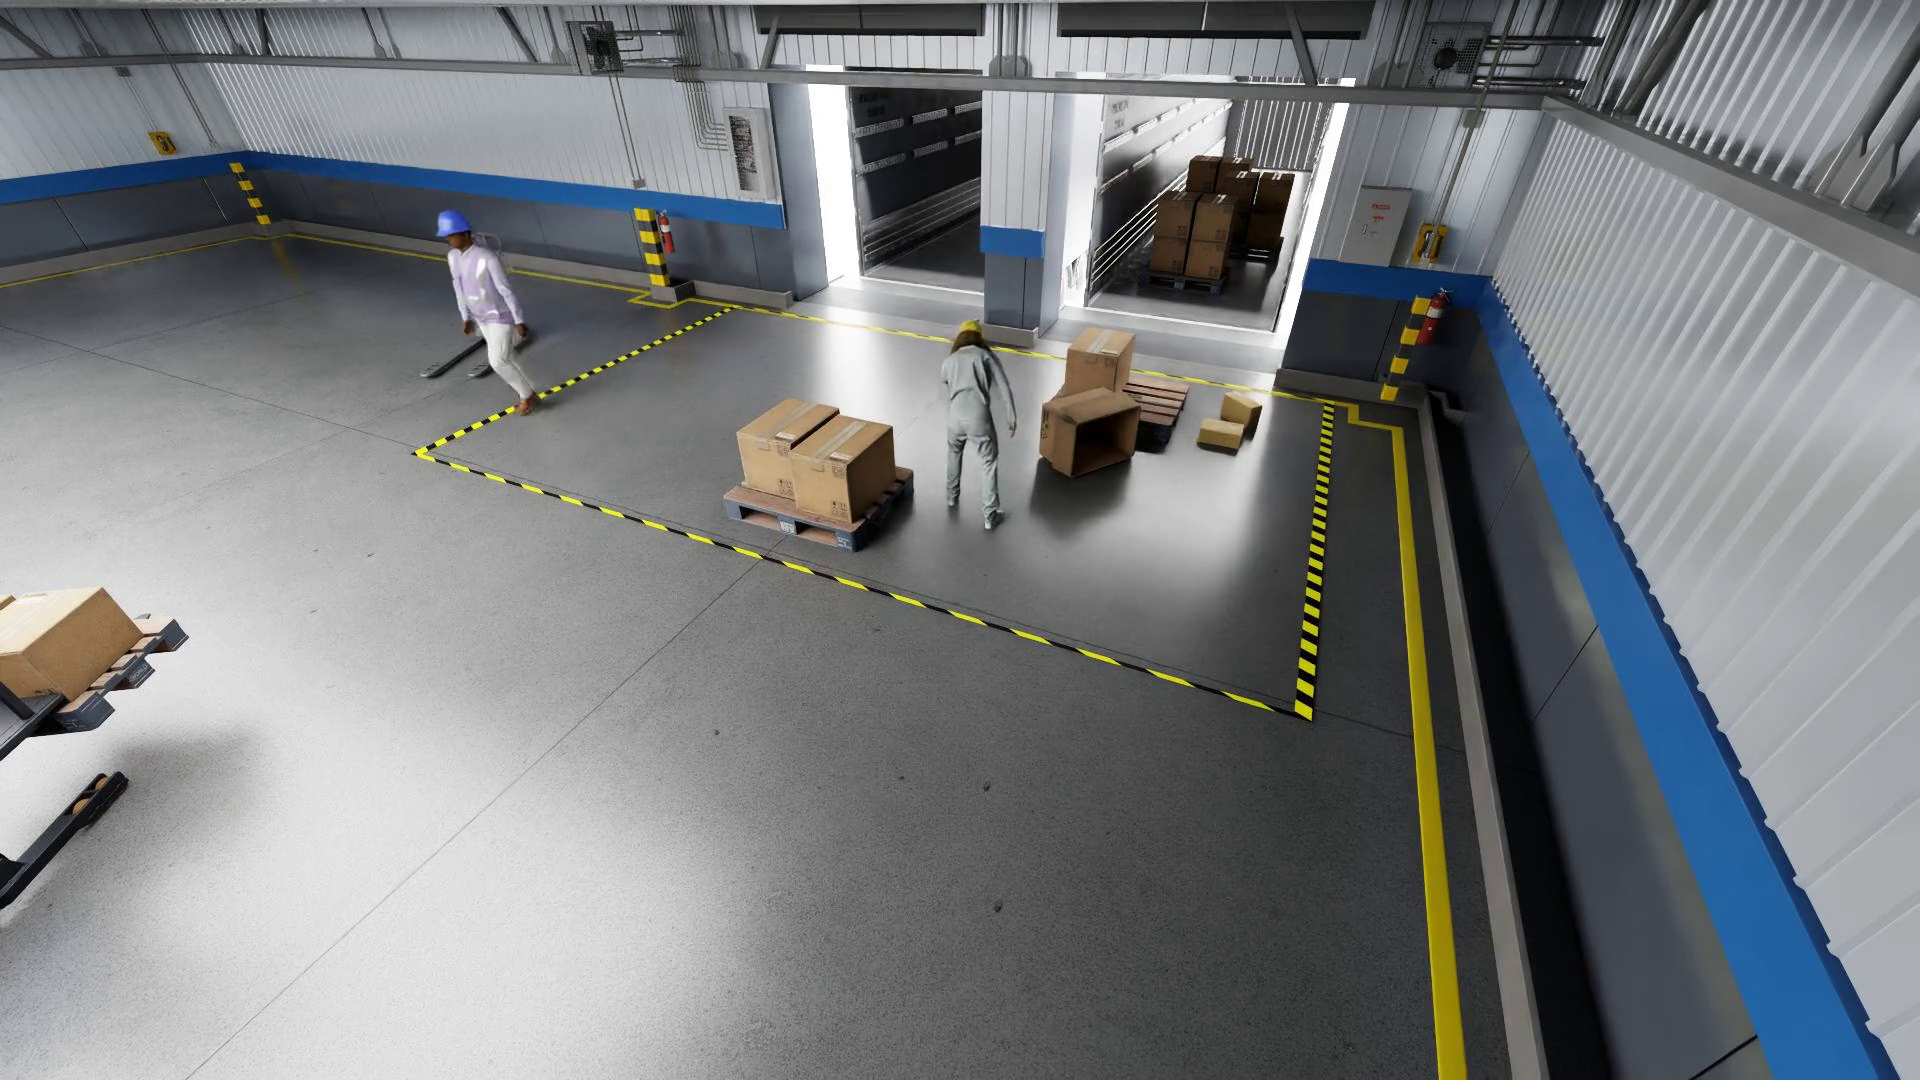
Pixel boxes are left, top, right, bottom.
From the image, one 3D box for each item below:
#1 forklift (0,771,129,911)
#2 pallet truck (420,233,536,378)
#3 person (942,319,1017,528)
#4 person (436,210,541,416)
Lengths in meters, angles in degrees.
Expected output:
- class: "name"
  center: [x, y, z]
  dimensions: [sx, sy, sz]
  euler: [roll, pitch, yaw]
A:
- class: "forklift"
  center: [-4.601, 0.992, 2.538]
  dimensions: [0.716, 2.013, 0.776]
  euler: [-5, 36, -7]
- class: "pallet truck"
  center: [-5.664, -2.712, 8.427]
  dimensions: [0.680, 1.201, 1.601]
  euler: [0, 35, -1]
- class: "person"
  center: [0.157, -0.904, 5.727]
  dimensions: [0.618, 1.440, 0.809]
  euler: [7, 36, 10]
- class: "person"
  center: [-4.465, -2.099, 6.965]
  dimensions: [0.619, 1.928, 0.461]
  euler: [16, 38, 21]
